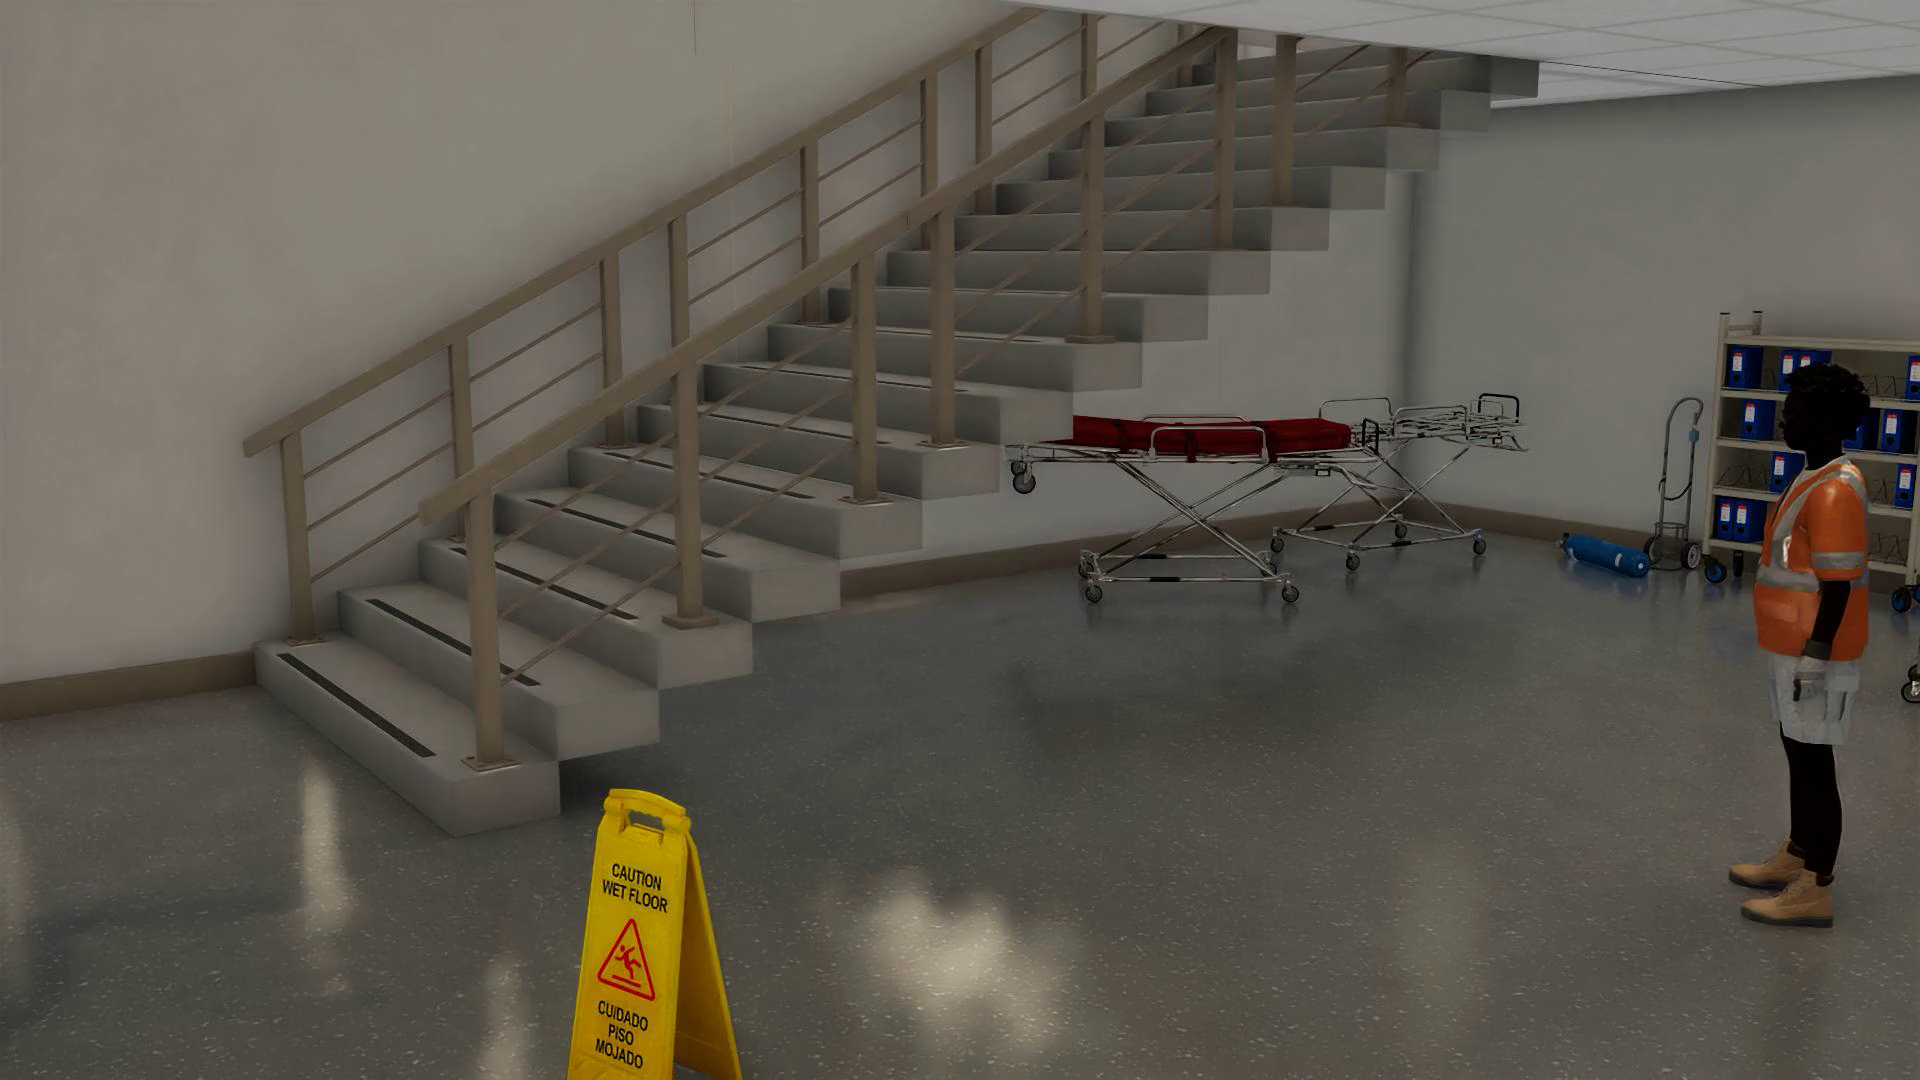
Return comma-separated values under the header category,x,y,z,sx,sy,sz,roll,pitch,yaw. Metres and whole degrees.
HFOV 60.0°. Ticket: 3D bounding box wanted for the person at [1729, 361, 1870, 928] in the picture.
category,x,y,z,sx,sy,sz,roll,pitch,yaw
person,2.555,0.314,5.023,0.316,1.695,0.542,4,10,20
